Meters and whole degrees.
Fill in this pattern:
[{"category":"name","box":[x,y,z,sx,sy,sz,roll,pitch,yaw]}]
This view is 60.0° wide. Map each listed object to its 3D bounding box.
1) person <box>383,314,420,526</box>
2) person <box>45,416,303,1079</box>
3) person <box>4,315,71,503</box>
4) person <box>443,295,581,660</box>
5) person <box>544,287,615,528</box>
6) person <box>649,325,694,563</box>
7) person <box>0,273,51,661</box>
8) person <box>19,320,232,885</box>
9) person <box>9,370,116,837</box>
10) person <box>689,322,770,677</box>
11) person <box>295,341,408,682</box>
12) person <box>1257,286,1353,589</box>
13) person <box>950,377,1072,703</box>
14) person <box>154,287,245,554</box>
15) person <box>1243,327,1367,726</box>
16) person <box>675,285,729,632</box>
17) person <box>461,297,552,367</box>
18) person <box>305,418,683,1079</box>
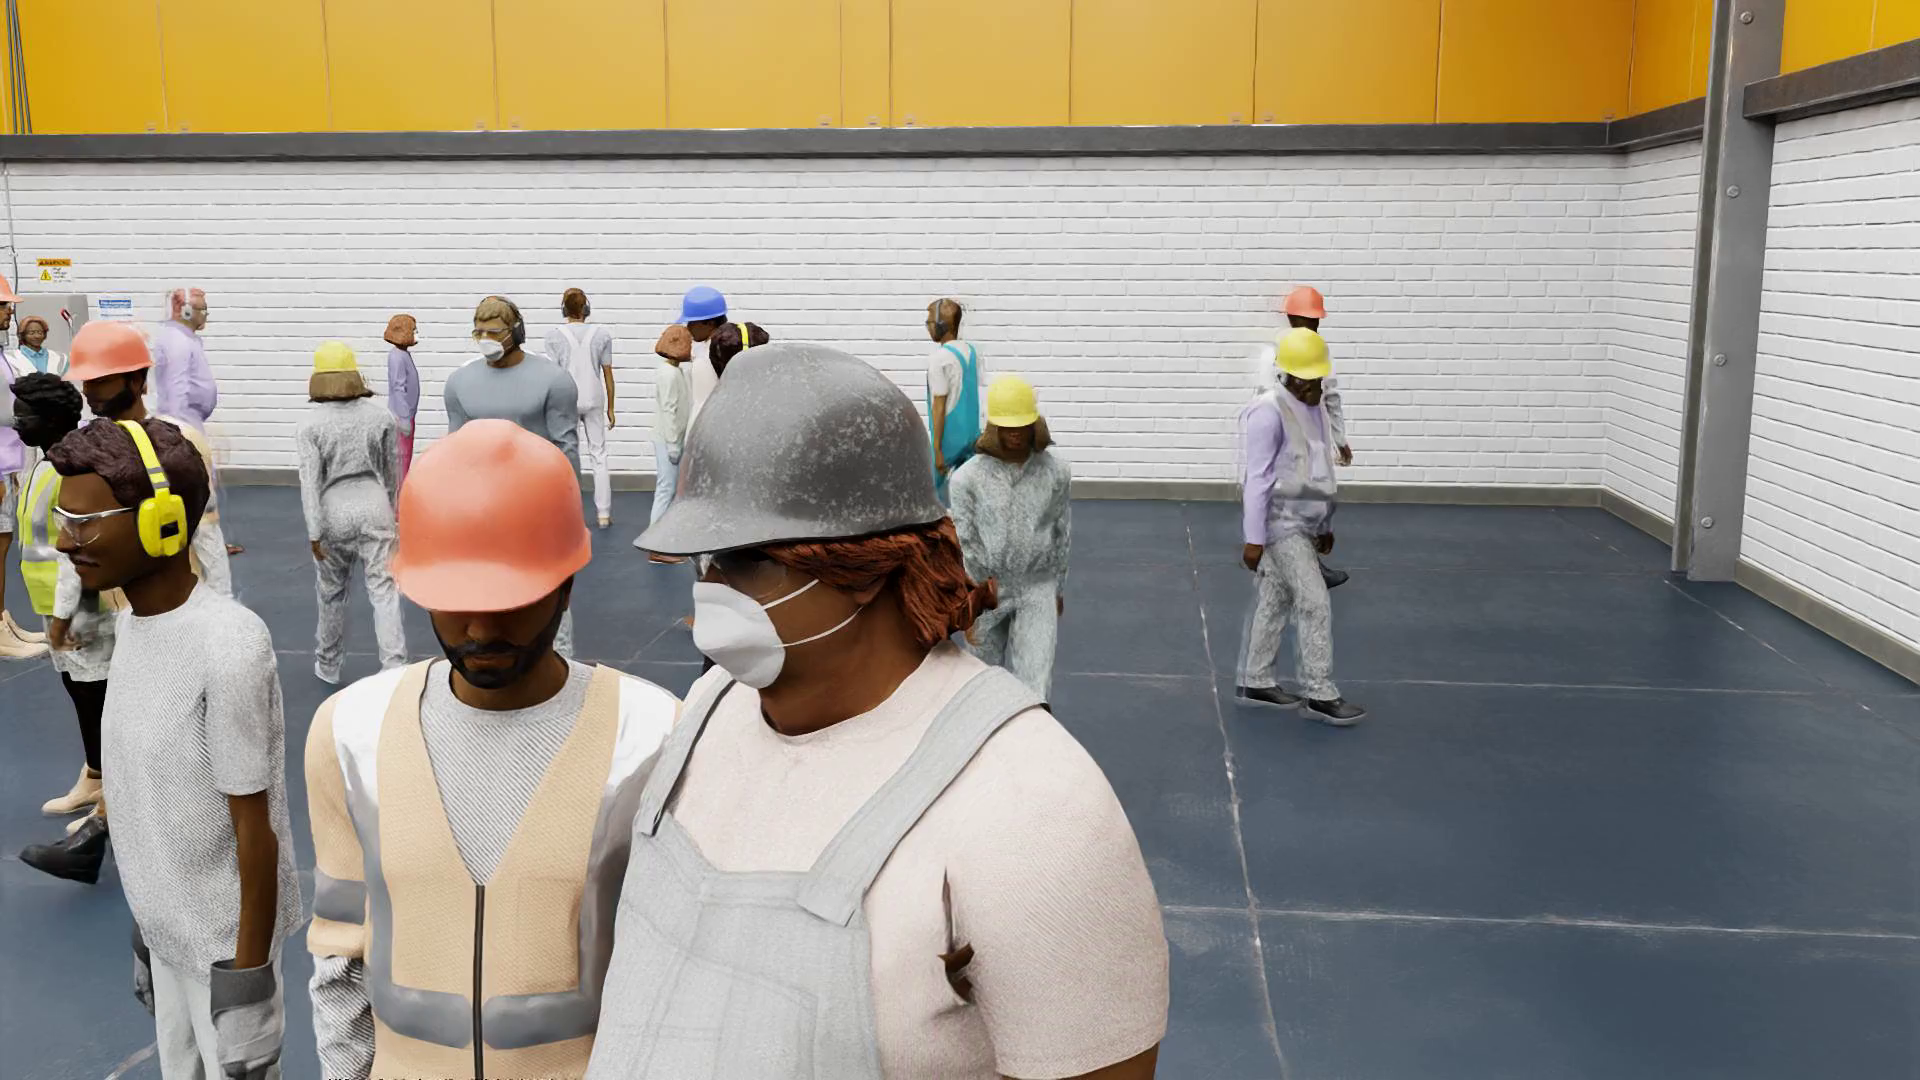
[{"category":"person","box":[-4.294,-0.928,12.888,0.283,1.634,0.498,-2,10,-13]},{"category":"person","box":[-1.304,0.715,2.847,0.512,1.861,0.325,9,13,42]},{"category":"person","box":[-6.895,-0.856,12.461,0.307,1.641,0.514,7,12,36]},{"category":"person","box":[-2.033,-0.143,7.576,0.636,1.928,0.380,1,10,7]},{"category":"person","box":[-2.885,-0.993,12.660,0.514,1.842,0.328,-4,11,-21]},{"category":"person","box":[-1.965,-0.655,11.379,0.321,1.623,0.512,0,10,-1]},{"category":"person","box":[-5.003,-0.393,8.655,0.376,2.045,0.605,-5,11,-25]},{"category":"person","box":[-2.877,0.203,5.705,0.558,1.881,1.023,5,11,24]},{"category":"person","box":[-3.240,0.231,6.070,0.317,1.696,0.540,-8,13,-40]},{"category":"person","box":[-0.864,0.095,6.410,0.343,1.857,0.521,-5,11,-28]},{"category":"person","box":[-2.898,-0.096,7.945,0.492,1.708,0.862,-7,12,-34]},{"category":"person","box":[2.190,-0.619,10.386,0.549,1.895,0.949,-7,12,-33]},{"category":"person","box":[0.196,0.206,6.282,0.487,1.661,0.939,-2,10,-10]},{"category":"person","box":[-5.438,-0.806,11.515,0.697,1.882,0.653,-4,11,-24]},{"category":"person","box":[1.597,-0.055,7.459,0.762,1.777,0.649,6,12,32]},{"category":"person","box":[-1.340,-0.454,9.337,0.422,1.931,0.693,3,10,16]},{"category":"person","box":[-2.414,-0.361,8.924,0.359,1.884,0.573,8,13,40]},{"category":"person","box":[-0.577,0.796,2.188,0.550,1.925,0.390,0,10,2]}]
